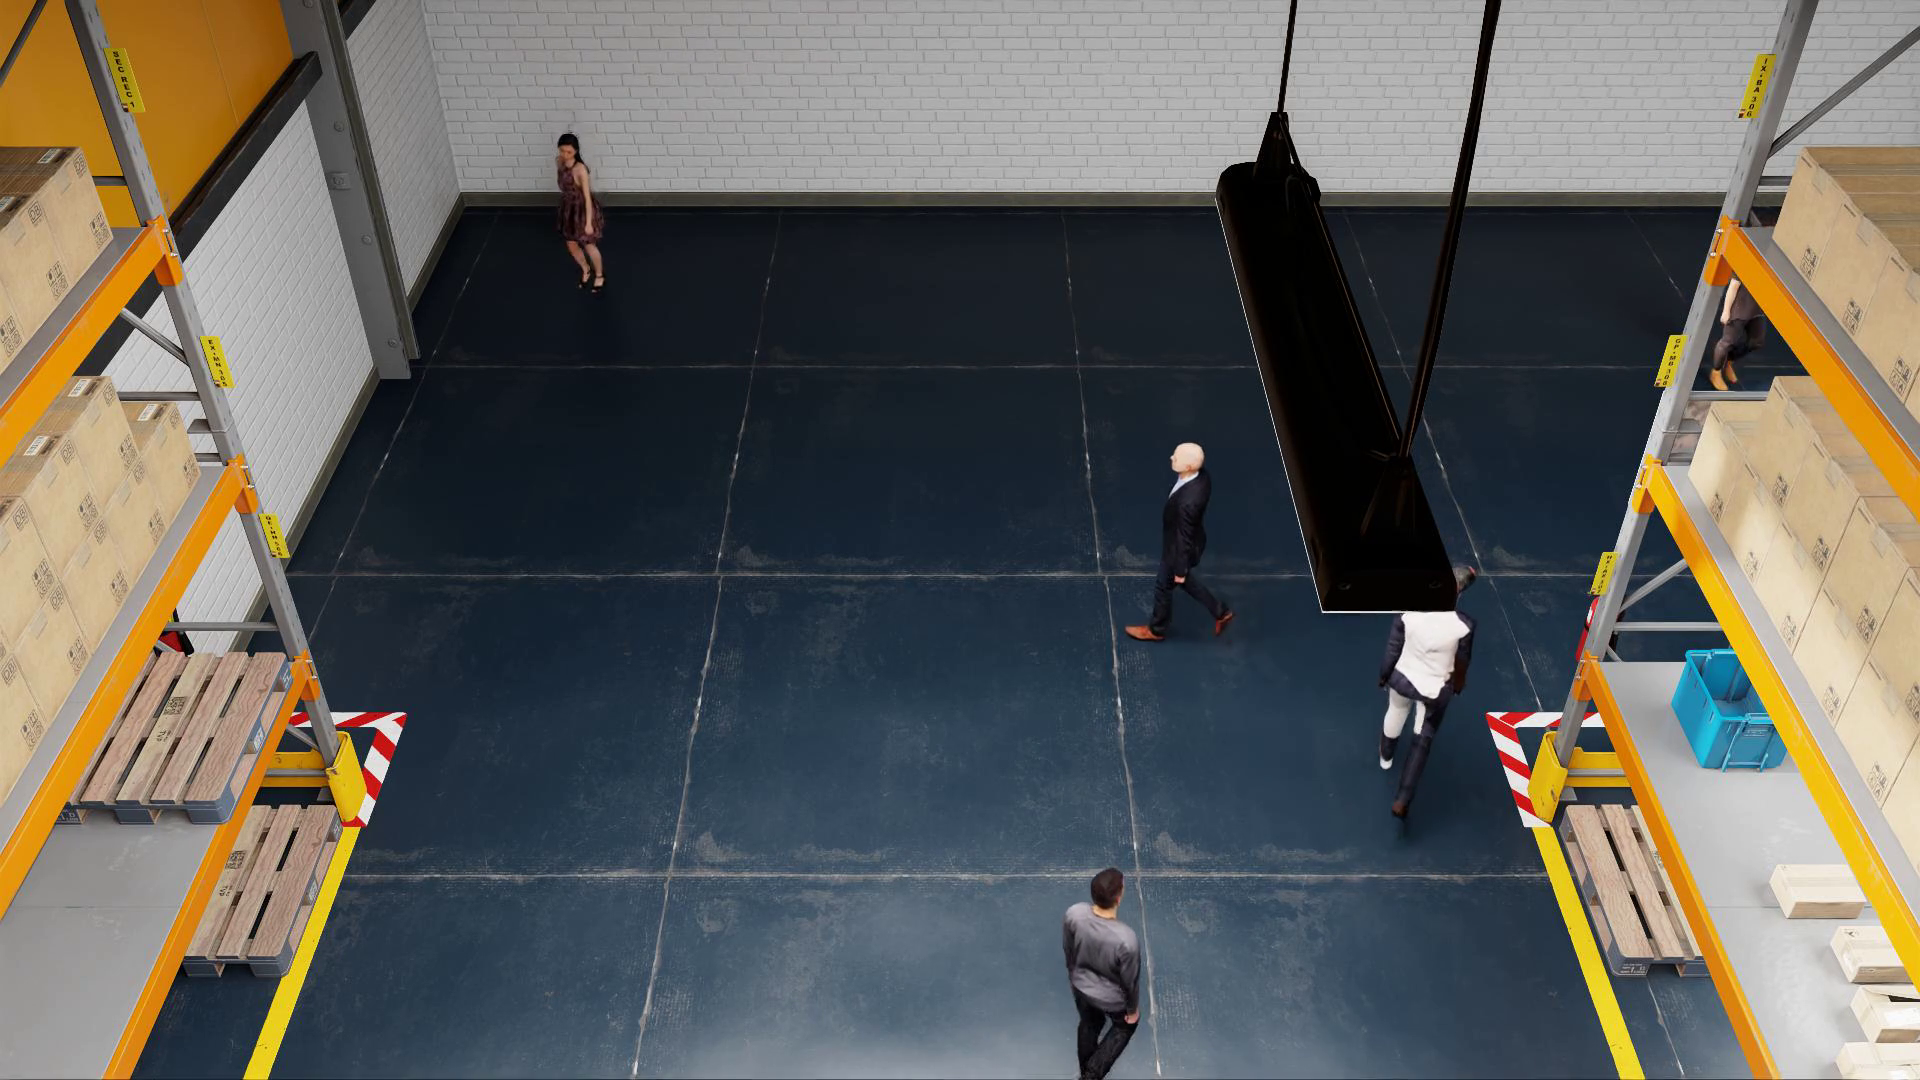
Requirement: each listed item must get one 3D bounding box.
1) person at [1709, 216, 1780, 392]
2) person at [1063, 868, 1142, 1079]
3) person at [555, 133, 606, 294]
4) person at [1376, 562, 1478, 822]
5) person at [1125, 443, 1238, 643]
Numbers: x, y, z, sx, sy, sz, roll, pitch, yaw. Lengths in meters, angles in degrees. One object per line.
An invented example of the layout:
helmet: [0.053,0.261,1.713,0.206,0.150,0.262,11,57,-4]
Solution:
person: [6.876,-2.111,14.600,0.706,1.708,0.693,-10,40,-12]
person: [0.724,2.435,8.870,0.817,1.755,0.881,24,44,27]
person: [-3.585,-3.086,15.801,0.796,1.732,0.850,31,48,33]
person: [2.933,0.976,10.610,1.022,1.862,1.227,17,42,20]
person: [1.653,0.055,11.824,0.952,1.787,1.062,11,40,13]
